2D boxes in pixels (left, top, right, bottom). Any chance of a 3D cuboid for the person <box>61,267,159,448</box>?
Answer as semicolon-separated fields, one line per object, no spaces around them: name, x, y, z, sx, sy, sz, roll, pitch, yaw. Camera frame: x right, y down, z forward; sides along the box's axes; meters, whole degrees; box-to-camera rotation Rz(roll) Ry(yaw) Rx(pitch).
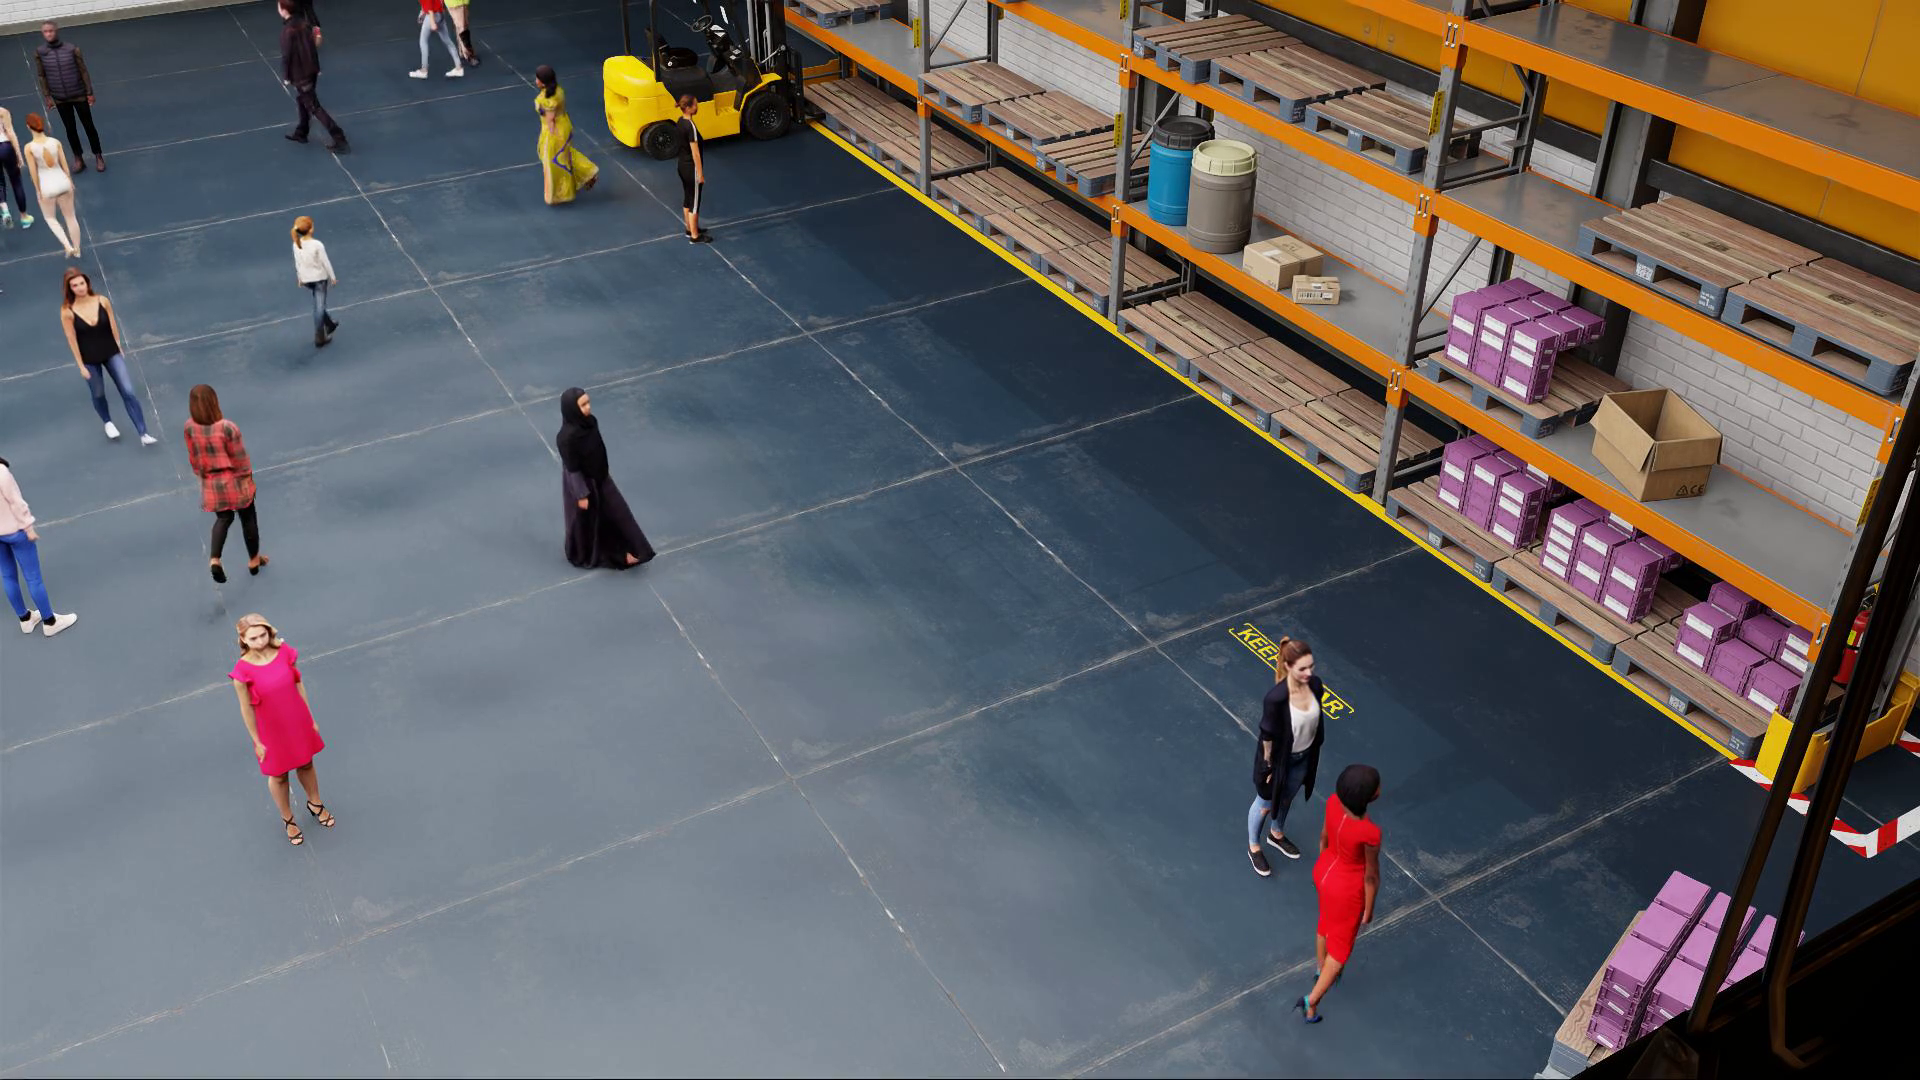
person;-7.582;-1.617;14.605;0.716;1.675;1.082;-26;42;-34

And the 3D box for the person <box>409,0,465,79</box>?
person;-7.201;-7.232;23.069;0.928;1.657;1.009;-4;34;-6

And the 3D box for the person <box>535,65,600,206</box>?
person;-4.583;-4.685;19.250;1.028;1.644;1.016;0;34;0

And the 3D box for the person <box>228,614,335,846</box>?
person;-4.238;1.157;10.384;0.629;1.728;0.633;27;42;34

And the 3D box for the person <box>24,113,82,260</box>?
person;-9.697;-3.763;17.872;0.636;1.633;0.724;-28;43;-35

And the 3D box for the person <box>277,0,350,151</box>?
person;-8.082;-5.742;20.636;1.292;1.869;1.228;9;35;13

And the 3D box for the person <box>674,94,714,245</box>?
person;-2.980;-4.104;18.353;0.646;1.668;0.468;-15;37;-22

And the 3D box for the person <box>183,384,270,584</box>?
person;-5.649;-0.381;12.735;0.876;1.687;0.975;3;34;5

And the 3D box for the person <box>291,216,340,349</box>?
person;-6.358;-2.510;16.288;0.734;1.300;0.812;6;34;9

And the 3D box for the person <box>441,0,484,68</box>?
person;-7.180;-7.682;23.611;1.094;1.807;0.936;21;39;28

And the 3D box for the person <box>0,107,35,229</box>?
person;-10.714;-4.241;18.540;0.727;1.689;0.907;-9;35;-13

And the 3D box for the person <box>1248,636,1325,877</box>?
person;1.986;1.307;10.199;0.625;1.684;0.551;-19;38;-26

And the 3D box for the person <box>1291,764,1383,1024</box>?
person;2.076;1.940;9.189;0.632;1.748;0.641;-17;37;-24

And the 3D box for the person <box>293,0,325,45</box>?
person;-9.574;-7.993;24.134;0.668;1.747;0.724;-23;40;-30

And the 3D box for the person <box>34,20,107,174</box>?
person;-10.750;-5.366;20.101;0.753;1.836;0.651;-9;35;-13

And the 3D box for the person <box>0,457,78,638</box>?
person;-7.002;-0.069;12.192;0.708;1.769;0.774;9;35;13

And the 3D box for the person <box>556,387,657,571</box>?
person;-2.972;-0.477;12.954;1.133;1.605;0.964;16;37;23
